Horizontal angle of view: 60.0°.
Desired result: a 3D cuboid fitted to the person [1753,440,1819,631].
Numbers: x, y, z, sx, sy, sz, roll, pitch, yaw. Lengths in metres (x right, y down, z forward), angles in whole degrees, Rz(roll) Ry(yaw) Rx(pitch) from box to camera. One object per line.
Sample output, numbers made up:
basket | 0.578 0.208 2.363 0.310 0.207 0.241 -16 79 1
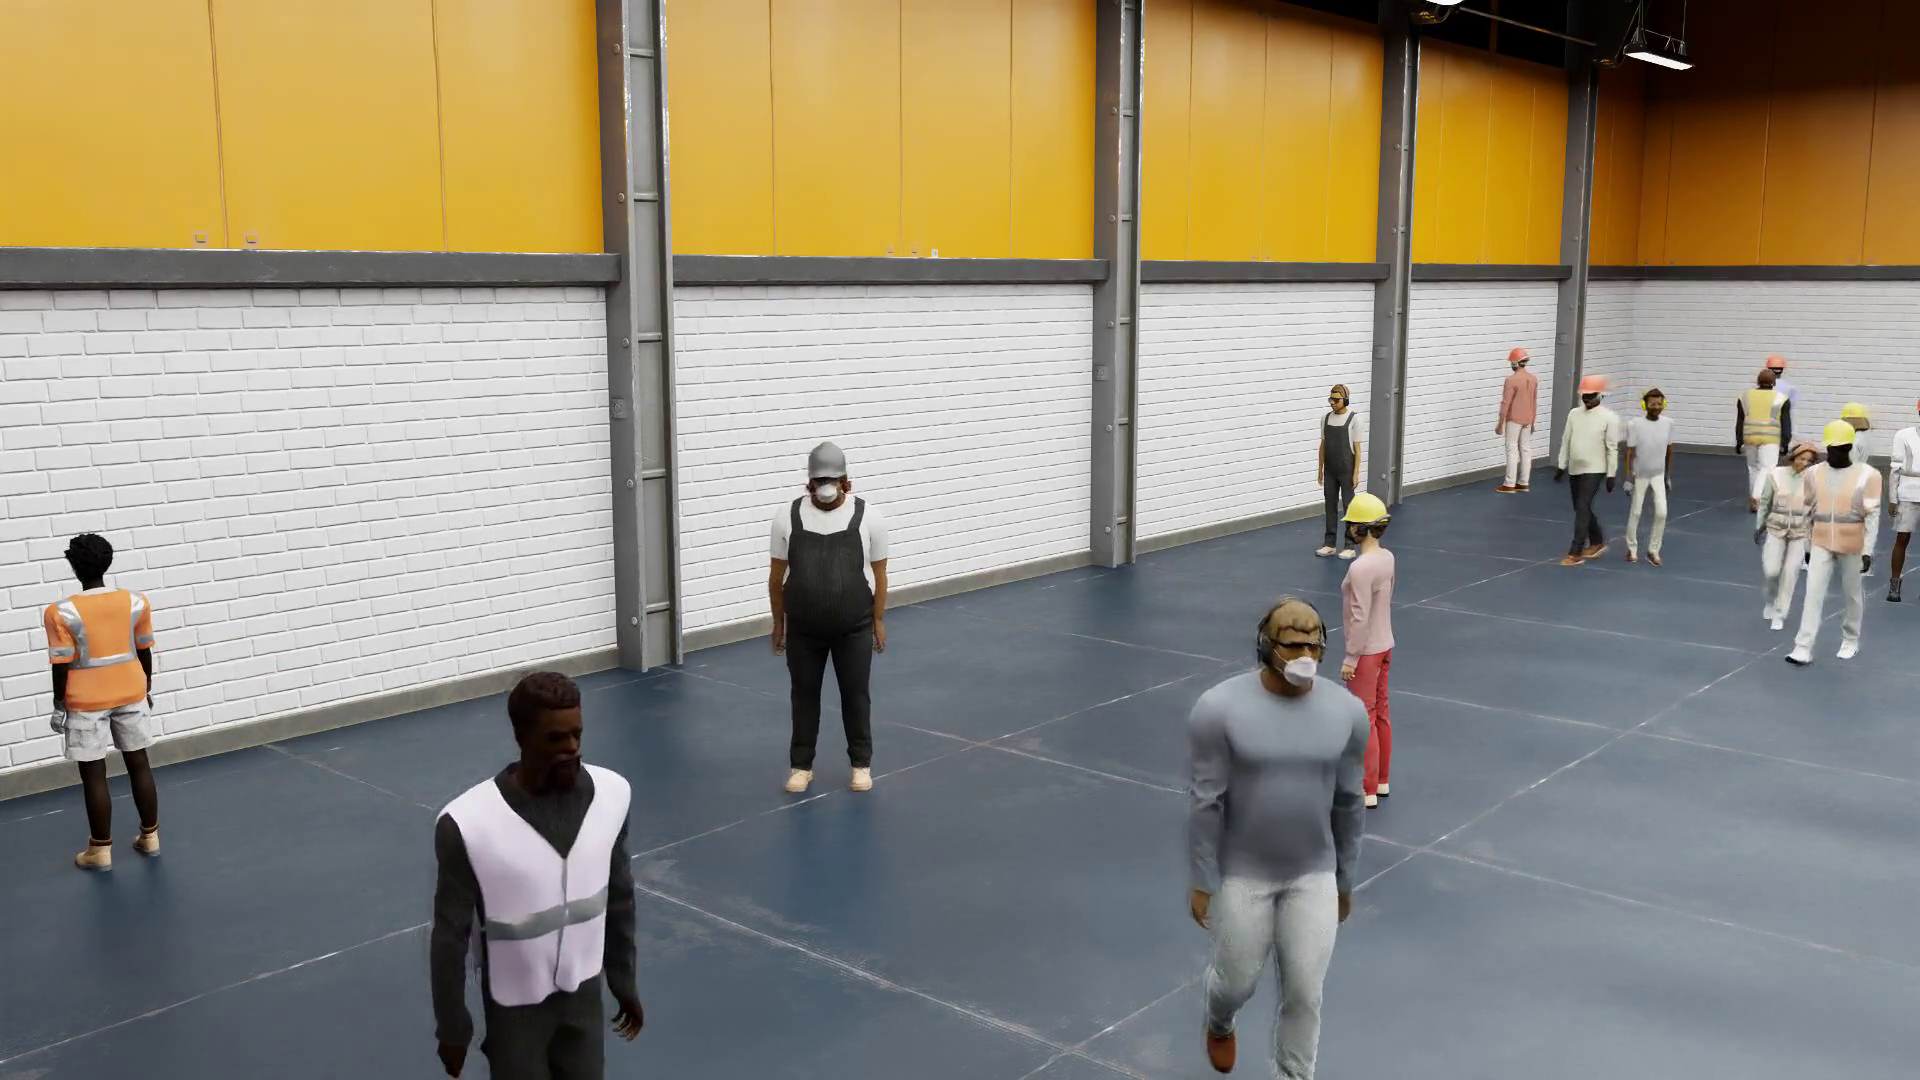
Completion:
person | 6.953 -0.044 13.949 0.557 1.611 0.379 6 11 33

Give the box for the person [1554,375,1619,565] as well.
person | 6.514 -0.731 17.274 0.879 1.969 0.630 -5 10 -29

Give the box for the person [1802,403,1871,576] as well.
person | 8.759 -0.508 16.584 0.755 1.717 0.496 9 13 44

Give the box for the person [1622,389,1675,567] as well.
person | 7.062 -0.640 17.049 0.531 1.827 0.689 0 9 1

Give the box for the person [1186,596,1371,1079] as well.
person | 1.068 1.116 5.722 0.633 1.924 0.714 -1 9 -4

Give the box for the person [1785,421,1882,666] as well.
person | 6.702 0.025 12.715 0.985 1.875 0.607 -8 12 -42

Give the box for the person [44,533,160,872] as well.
person | -4.305 0.806 8.364 0.317 1.697 0.540 6 11 35

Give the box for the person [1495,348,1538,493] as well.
person | 7.637 -1.638 22.802 0.622 1.992 0.394 -6 11 -32

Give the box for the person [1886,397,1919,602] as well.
person | 8.737 -0.386 15.102 0.544 1.939 0.354 3 10 20

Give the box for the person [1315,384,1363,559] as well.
person | 3.993 -0.721 17.527 0.505 1.842 0.332 9 13 44

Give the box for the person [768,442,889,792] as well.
person | -0.765 0.444 9.571 0.698 2.000 0.537 0 9 1

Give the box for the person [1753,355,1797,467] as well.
person | 10.809 -1.508 22.210 0.552 1.923 0.470 1 9 6

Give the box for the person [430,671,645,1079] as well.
person | -1.243 1.281 4.771 0.547 1.905 0.603 8 12 42

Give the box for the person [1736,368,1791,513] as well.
person | 10.082 -1.249 20.917 0.632 1.817 0.835 8 12 41

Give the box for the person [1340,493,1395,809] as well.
person | 2.260 0.618 9.336 0.322 1.767 0.533 6 11 32
